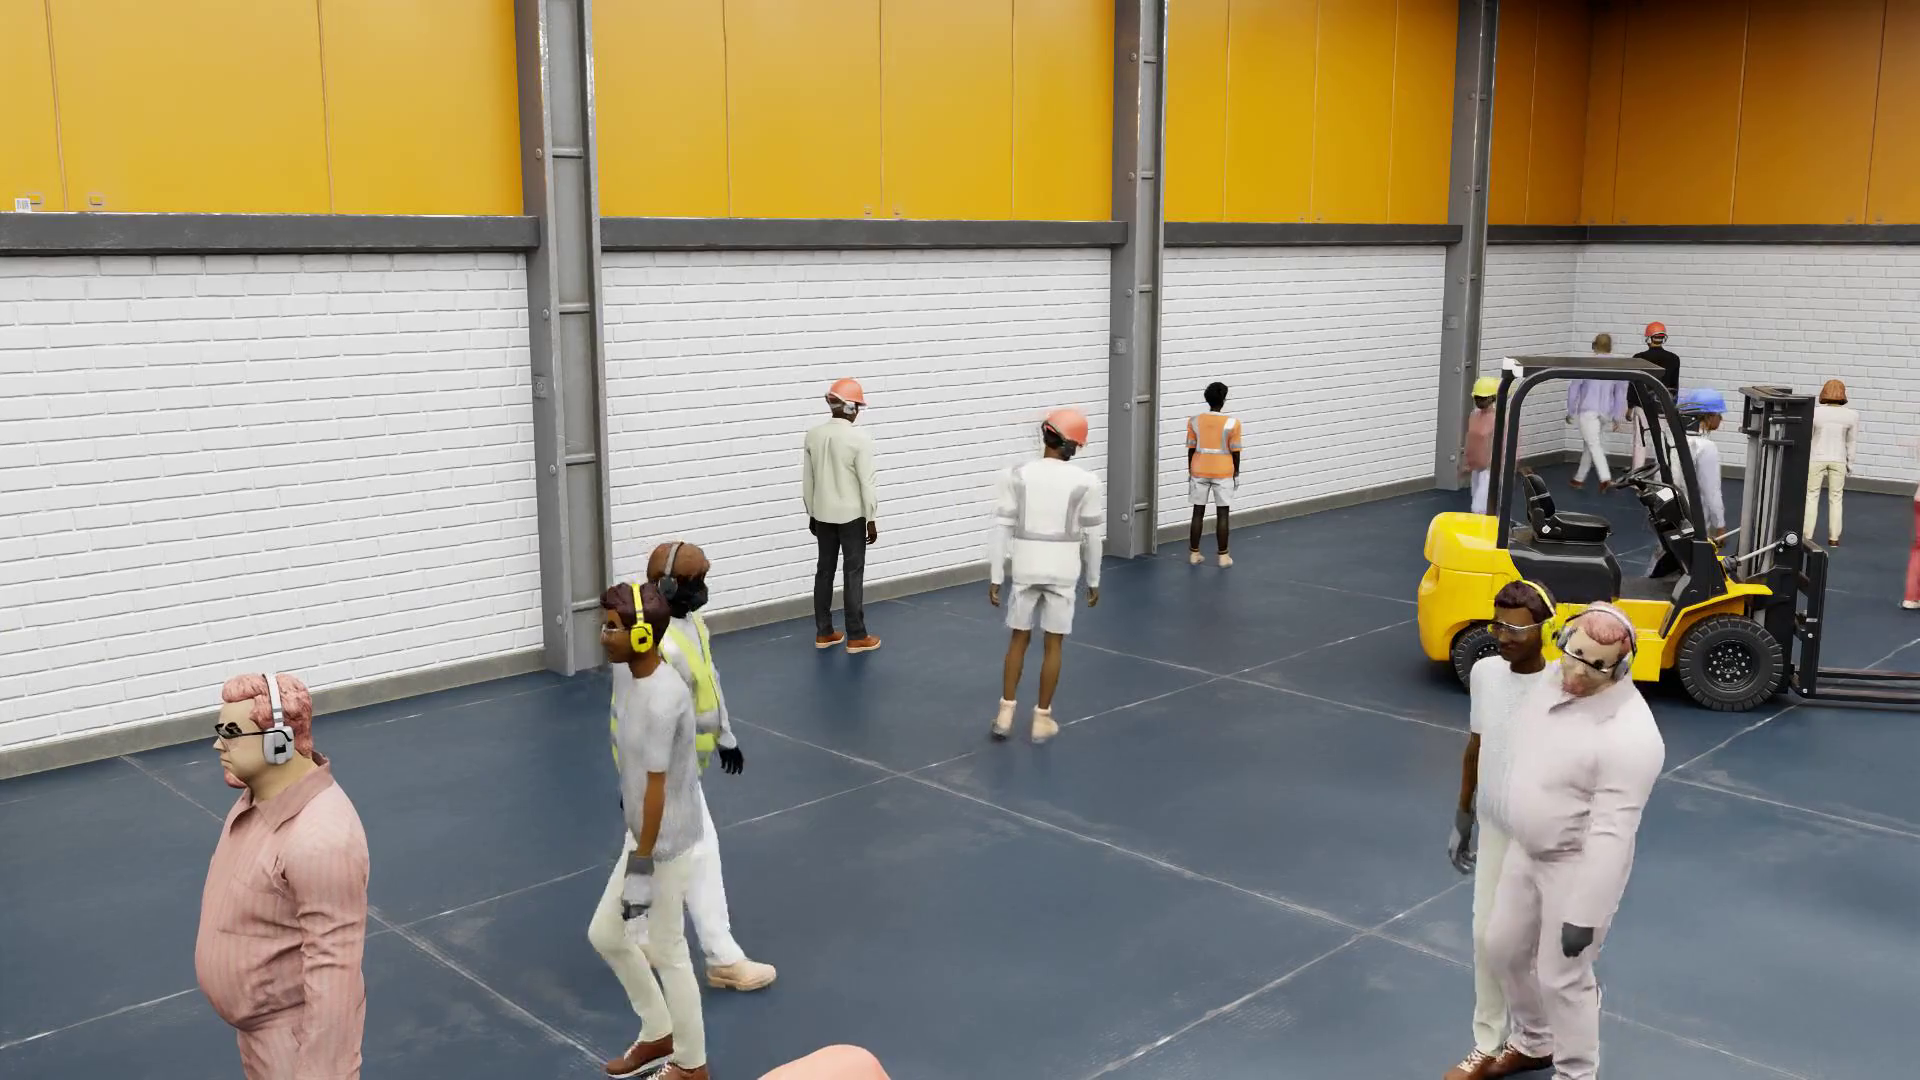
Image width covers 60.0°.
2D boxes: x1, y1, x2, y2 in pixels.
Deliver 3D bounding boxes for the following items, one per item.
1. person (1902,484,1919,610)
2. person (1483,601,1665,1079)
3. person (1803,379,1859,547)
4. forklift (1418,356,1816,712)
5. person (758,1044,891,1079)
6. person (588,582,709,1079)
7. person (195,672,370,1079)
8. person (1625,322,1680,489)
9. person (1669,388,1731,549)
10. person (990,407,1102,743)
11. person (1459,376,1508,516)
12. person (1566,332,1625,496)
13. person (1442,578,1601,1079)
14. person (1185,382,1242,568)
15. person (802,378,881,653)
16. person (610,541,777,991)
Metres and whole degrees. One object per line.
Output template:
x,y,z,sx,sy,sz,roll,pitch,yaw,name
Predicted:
7.826,-0.277,13.255,0.464,1.750,0.536,-2,11,-9,person
2.030,1.082,5.549,0.427,1.858,0.734,-2,11,-9,person
8.407,-0.741,16.126,0.494,1.624,0.279,3,11,15,person
4.276,-0.101,11.076,2.313,2.155,1.214,2,11,13,forklift
-0.170,1.615,2.125,0.605,2.045,0.381,9,13,39,person
-1.095,1.058,5.710,0.495,1.854,0.512,-4,11,-21,person
-1.765,1.274,4.363,0.410,1.909,0.643,-8,13,-37,person
8.237,-1.600,19.824,0.617,1.990,0.402,-1,10,-6,person
5.438,-0.174,12.298,0.993,1.895,0.636,1,10,5,person
0.532,0.204,9.954,0.634,1.993,0.553,2,11,11,person
4.769,-0.624,15.159,0.373,1.744,0.548,-2,11,-12,person
7.466,-1.478,19.420,0.631,1.895,0.995,-2,11,-9,person
2.008,1.028,5.881,0.566,1.852,0.518,-6,12,-31,person
2.303,-0.594,15.146,0.532,1.690,0.321,5,12,25,person
-0.846,-0.180,12.079,0.623,1.980,0.406,7,12,33,person
-1.069,0.894,6.691,0.837,1.803,0.648,1,10,4,person
